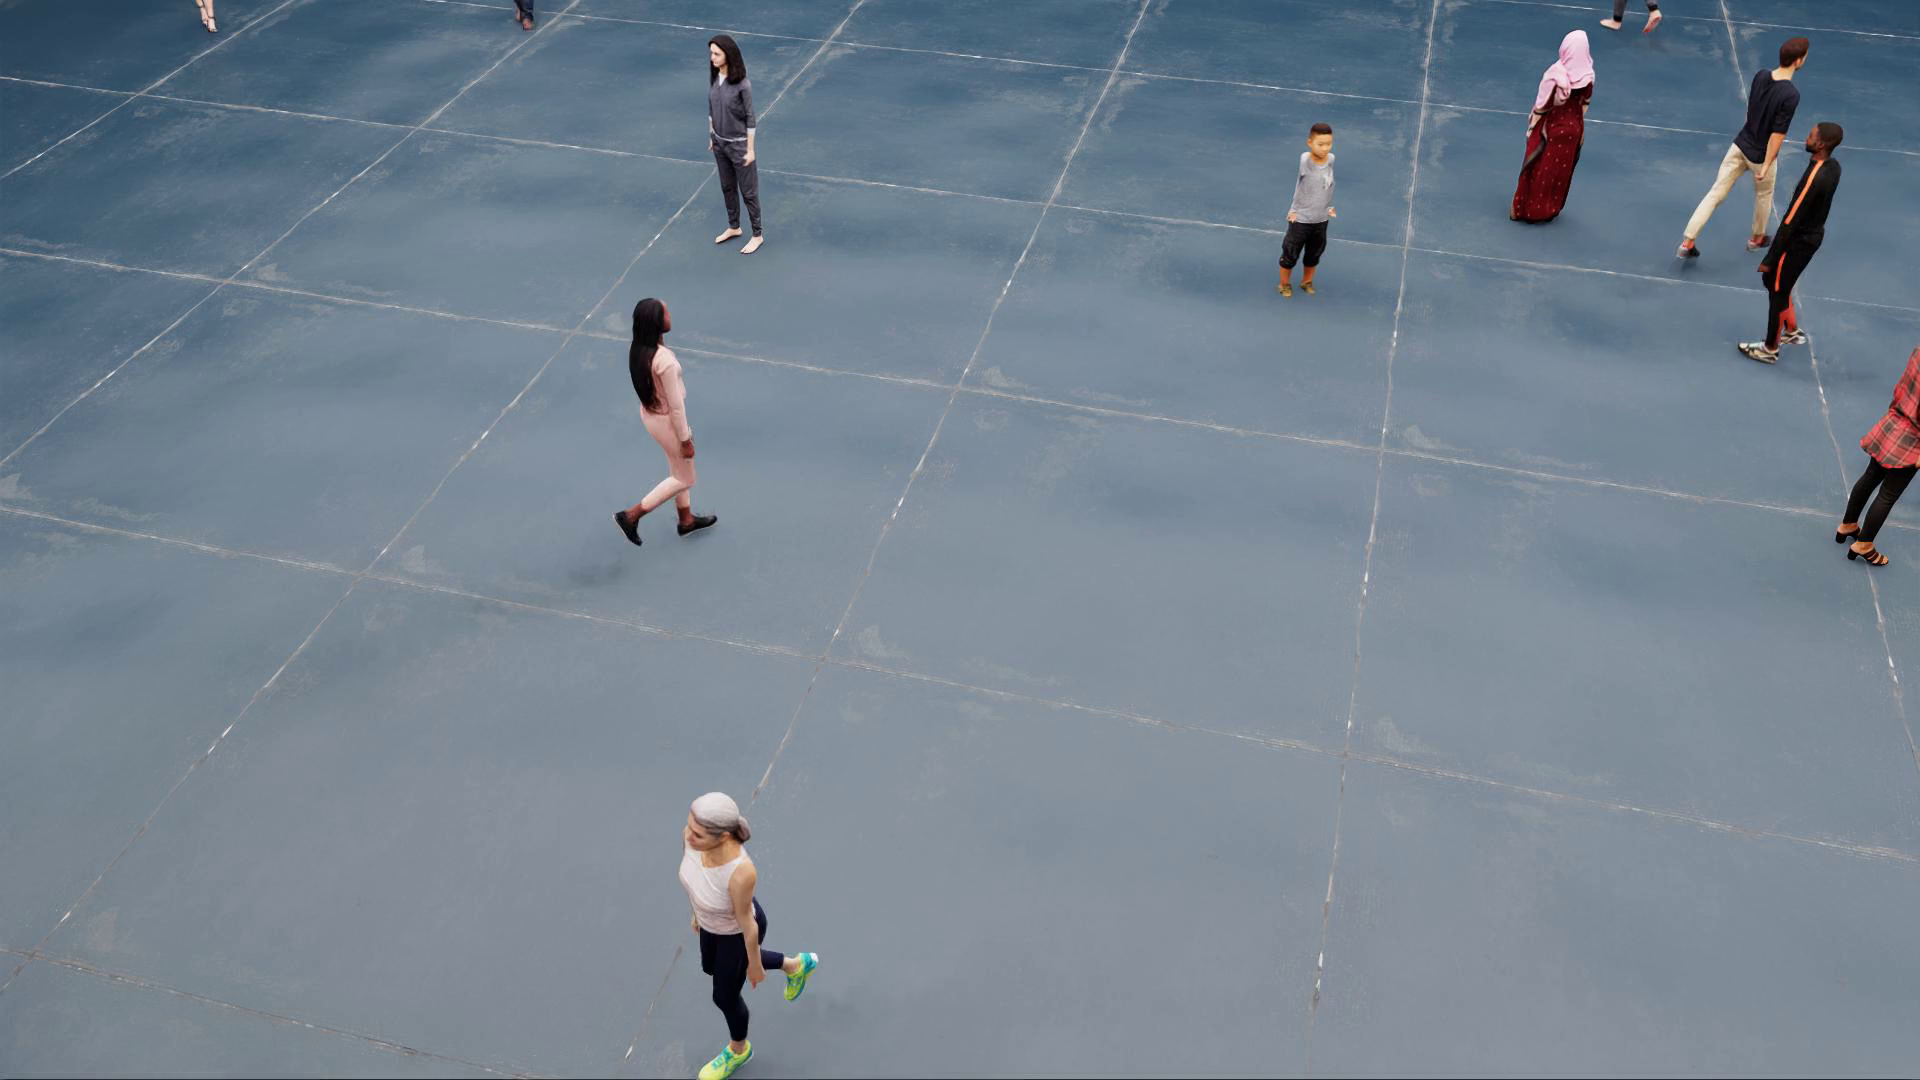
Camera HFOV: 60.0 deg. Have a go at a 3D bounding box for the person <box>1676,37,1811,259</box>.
[{"bbox_3d":[6.061,-2.964,12.880,1.212,1.805,1.167,-18,42,-22],"label":"person"}]

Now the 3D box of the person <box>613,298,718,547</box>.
[{"bbox_3d":[-1.831,-0.651,10.002,1.012,1.708,0.957,-19,42,-23],"label":"person"}]

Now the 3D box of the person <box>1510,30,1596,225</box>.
[{"bbox_3d":[4.851,-3.349,13.509,0.750,1.638,0.742,-5,38,-7],"label":"person"}]

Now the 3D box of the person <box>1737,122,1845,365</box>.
[{"bbox_3d":[5.991,-2.043,11.712,0.856,1.795,0.746,25,45,29],"label":"person"}]

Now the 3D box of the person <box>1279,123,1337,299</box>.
[{"bbox_3d":[2.658,-2.537,12.621,0.630,1.453,0.645,-9,39,-12],"label":"person"}]

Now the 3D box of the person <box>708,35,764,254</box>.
[{"bbox_3d":[-1.782,-3.136,13.133,0.669,1.764,0.640,25,44,28],"label":"person"}]

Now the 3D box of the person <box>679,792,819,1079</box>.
[{"bbox_3d":[-0.904,1.629,7.107,1.012,1.685,0.924,-24,44,-27],"label":"person"}]

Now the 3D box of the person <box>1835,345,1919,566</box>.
[{"bbox_3d":[5.666,-0.622,9.972,0.725,1.699,0.567,1,38,1],"label":"person"}]

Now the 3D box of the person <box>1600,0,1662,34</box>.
[{"bbox_3d":[6.913,-5.979,16.717,0.994,1.825,1.073,-16,41,-19],"label":"person"}]
